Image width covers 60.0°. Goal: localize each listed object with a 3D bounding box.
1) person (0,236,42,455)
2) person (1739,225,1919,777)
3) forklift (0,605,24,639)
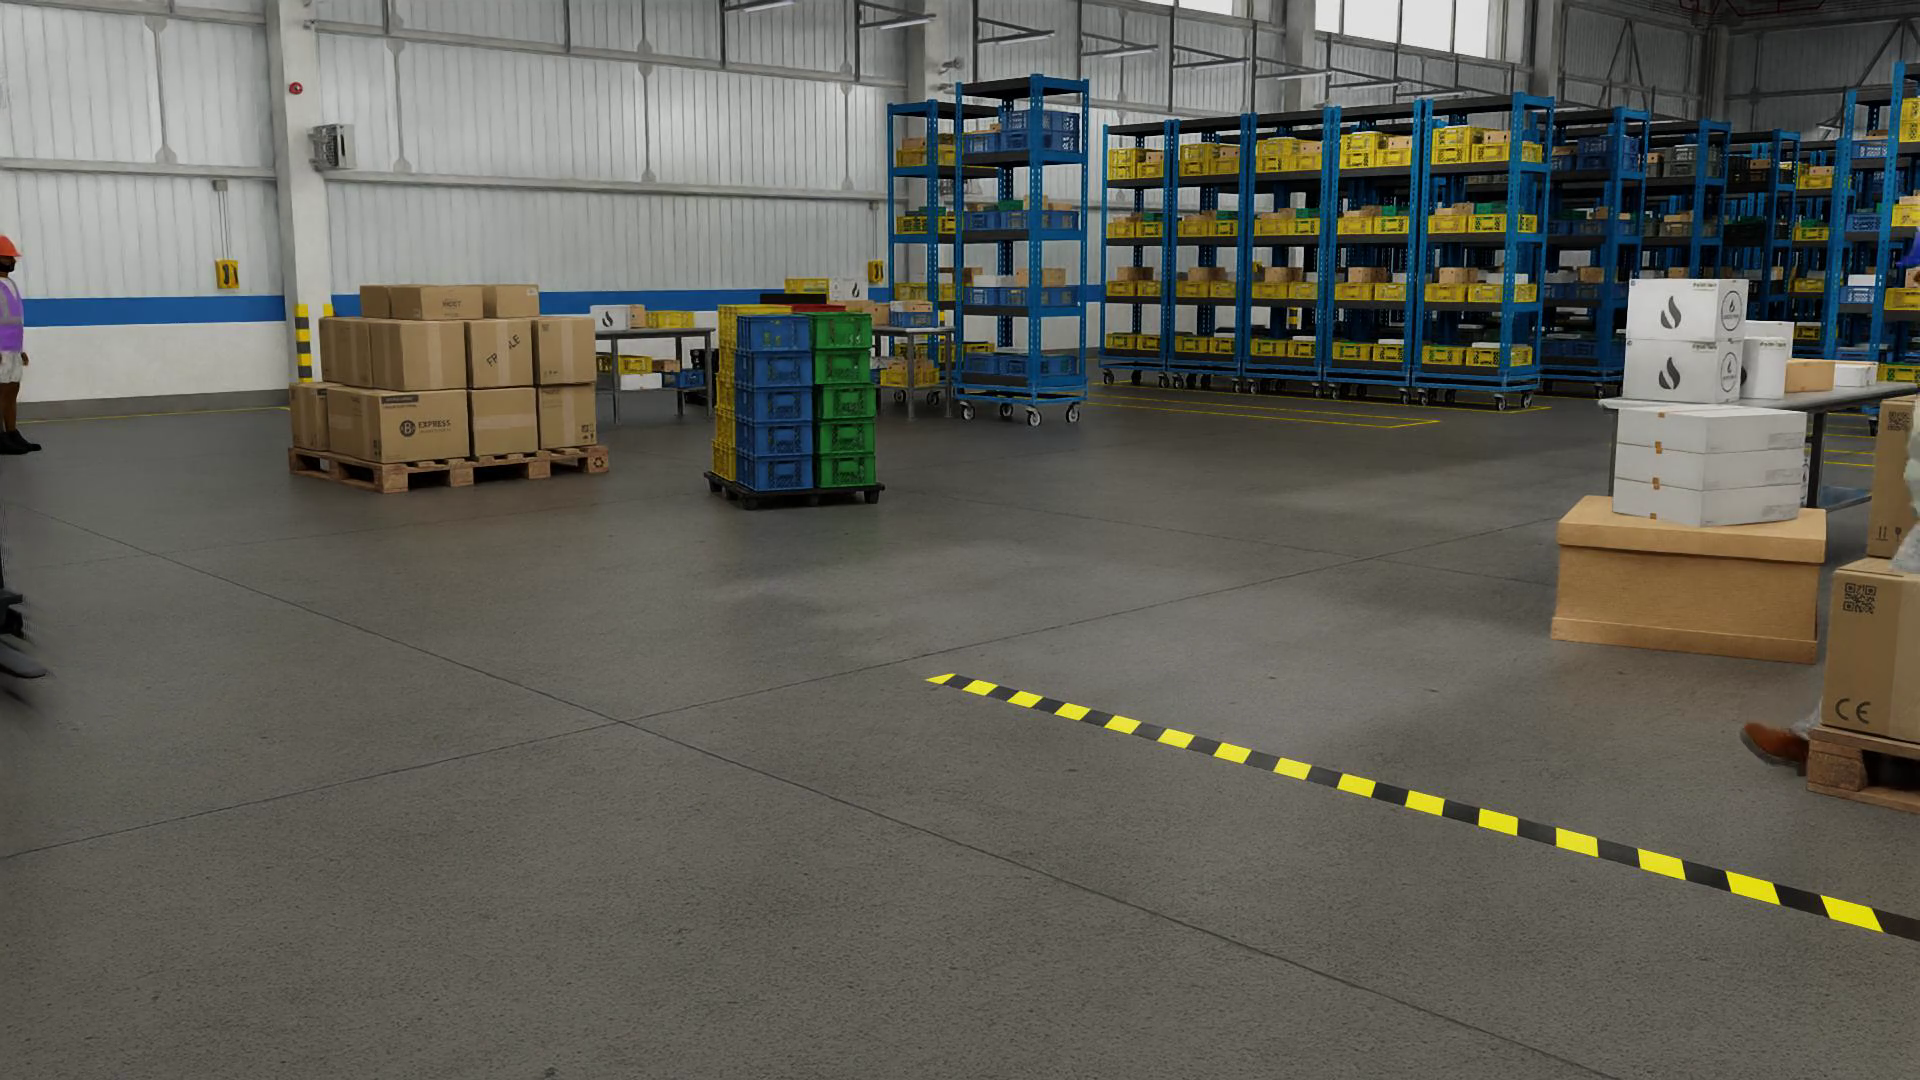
[{"bbox_3d":[-8.500,-1.731,14.846,0.361,1.940,0.543,-1,9,-5],"label":"person"},{"bbox_3d":[3.124,-0.100,5.225,1.037,1.883,0.593,8,12,41],"label":"person"},{"bbox_3d":[-5.195,-0.967,7.424,1.129,2.768,1.873,-9,13,-43],"label":"forklift"}]
